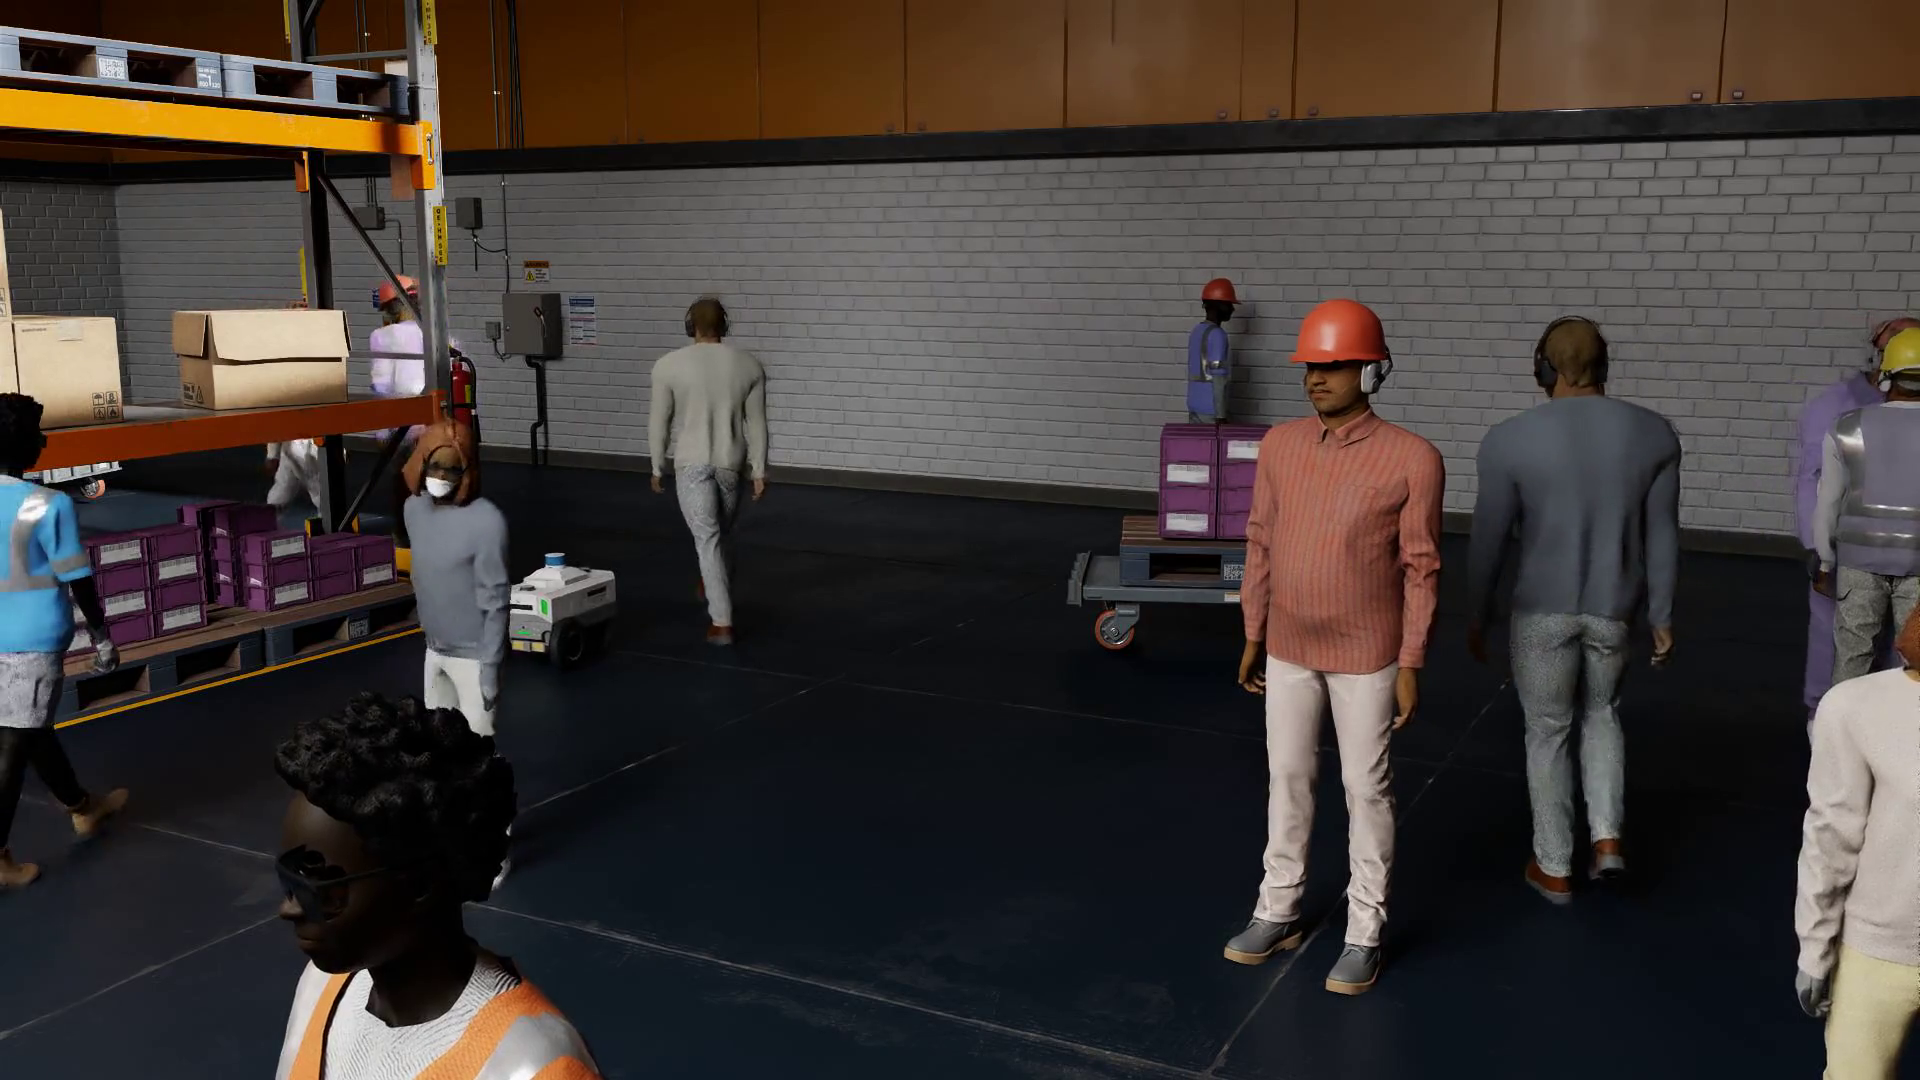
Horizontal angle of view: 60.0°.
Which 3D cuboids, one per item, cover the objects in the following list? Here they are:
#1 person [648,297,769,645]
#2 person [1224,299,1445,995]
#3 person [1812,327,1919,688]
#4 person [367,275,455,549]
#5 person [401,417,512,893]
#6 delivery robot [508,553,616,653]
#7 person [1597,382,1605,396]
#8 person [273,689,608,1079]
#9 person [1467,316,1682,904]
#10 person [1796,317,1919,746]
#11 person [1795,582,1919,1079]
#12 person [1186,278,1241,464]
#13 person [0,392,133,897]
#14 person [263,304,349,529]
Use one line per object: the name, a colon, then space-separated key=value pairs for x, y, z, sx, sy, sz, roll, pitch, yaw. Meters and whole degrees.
person: x=-1.402 y=-0.403 z=9.277 sx=0.633 sy=1.876 sz=1.053 roll=-4 pitch=11 yaw=-23
person: x=1.073 y=0.308 z=4.823 sx=0.608 sy=1.996 sz=0.379 roll=8 pitch=13 yaw=40
person: x=3.737 y=0.073 z=6.647 sx=0.600 sy=1.832 sz=0.404 roll=6 pitch=11 yaw=30
person: x=-3.667 y=-0.765 z=11.100 sx=0.624 sy=1.967 sz=1.021 roll=-8 pitch=13 yaw=-39
person: x=-1.667 y=0.377 z=5.536 sx=0.608 sy=1.604 sz=0.406 roll=8 pitch=13 yaw=38
delivery robot: x=-2.108 y=0.310 z=8.707 sx=0.477 sy=0.478 sz=0.707 roll=4 pitch=10 yaw=20
person: x=3.034 y=-0.114 z=8.310 sx=0.508 sy=1.632 sz=0.270 roll=-3 pitch=10 yaw=-15
person: x=-0.540 y=0.985 z=1.768 sx=0.540 sy=1.695 sz=0.317 roll=9 pitch=13 yaw=41
person: x=1.979 y=0.240 z=5.441 sx=0.654 sy=1.920 sz=0.434 roll=0 pitch=10 yaw=2
person: x=3.765 y=0.031 z=6.819 sx=0.646 sy=1.863 sz=0.864 roll=2 pitch=10 yaw=13
person: x=1.819 y=0.792 z=3.099 sx=0.493 sy=1.627 sz=0.284 roll=3 pitch=10 yaw=19
person: x=1.907 y=-1.003 z=12.587 sx=0.376 sy=1.934 sz=0.545 roll=-2 pitch=10 yaw=-12
person: x=-3.130 y=0.324 z=5.689 sx=0.547 sy=1.650 sz=0.856 roll=3 pitch=10 yaw=16
person: x=-4.141 y=-0.588 z=10.536 sx=1.026 sy=1.820 sz=0.594 roll=-2 pitch=10 yaw=-9
